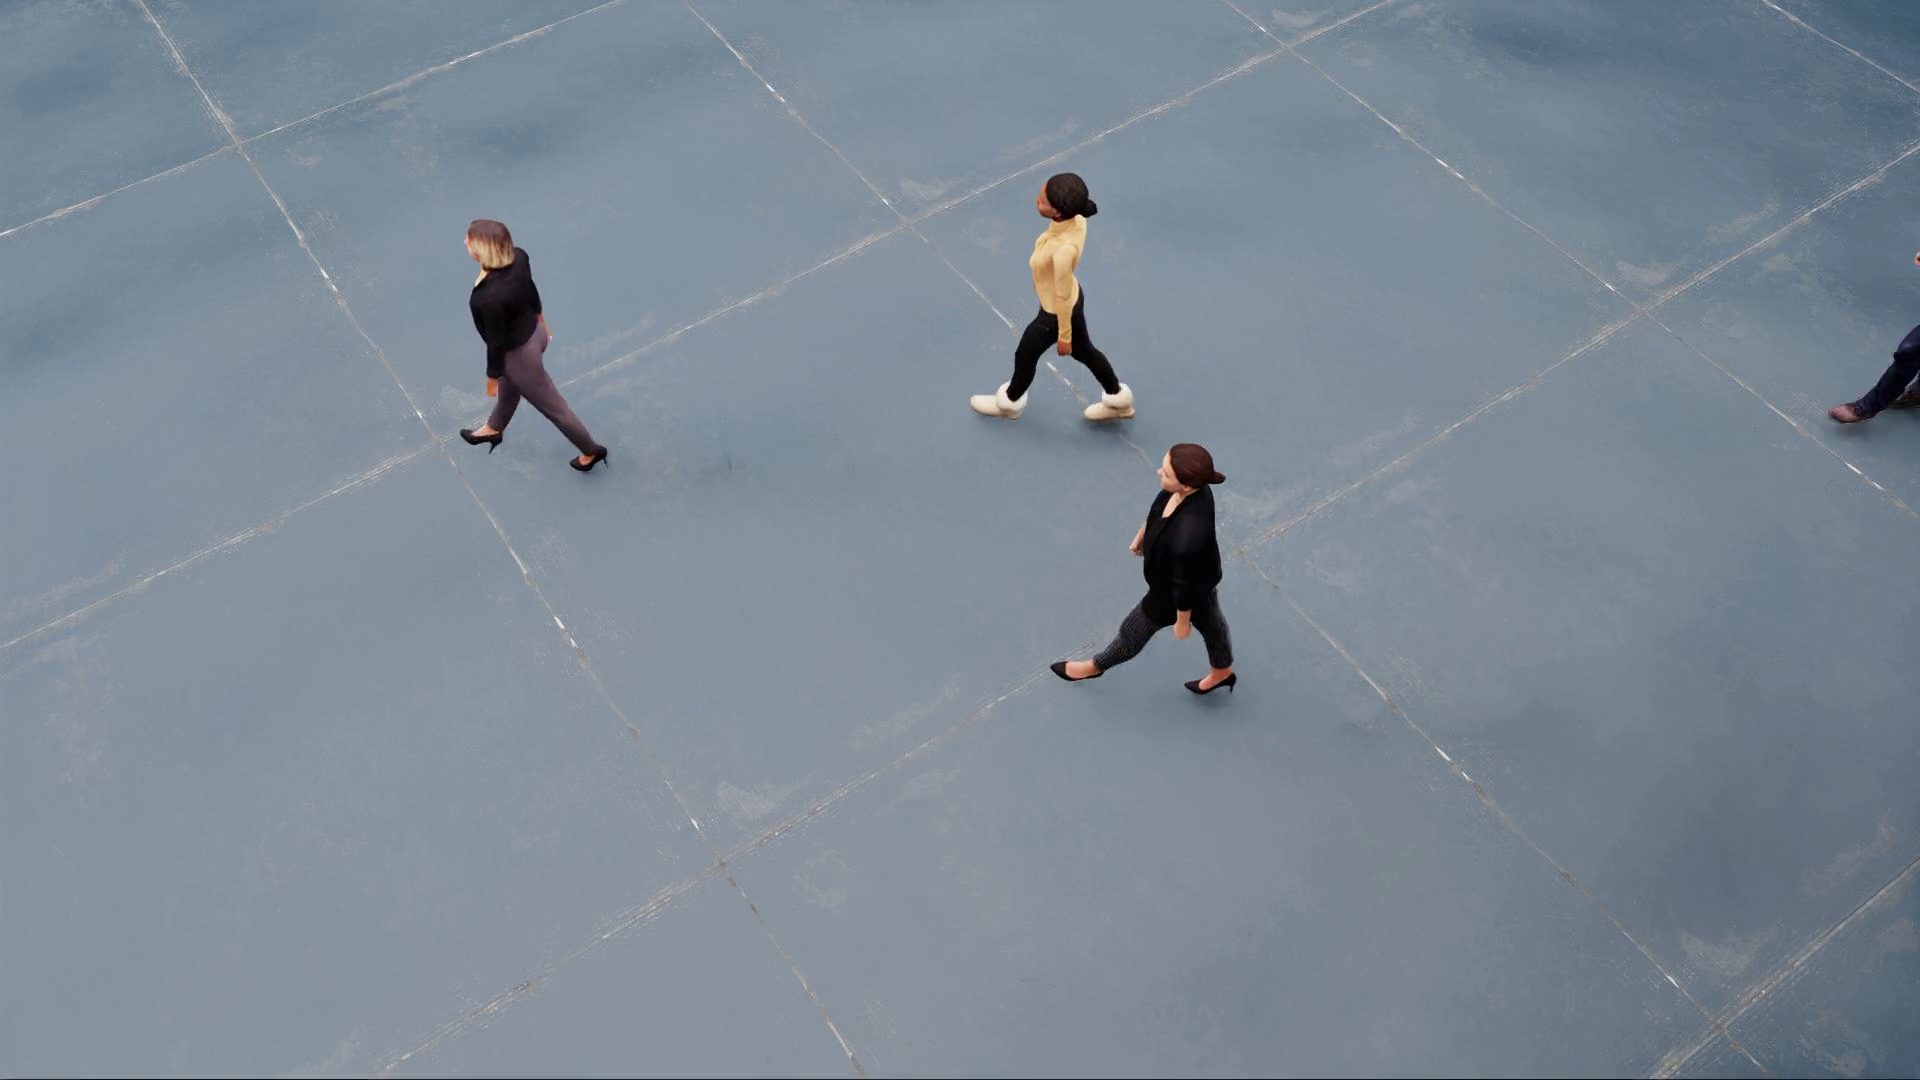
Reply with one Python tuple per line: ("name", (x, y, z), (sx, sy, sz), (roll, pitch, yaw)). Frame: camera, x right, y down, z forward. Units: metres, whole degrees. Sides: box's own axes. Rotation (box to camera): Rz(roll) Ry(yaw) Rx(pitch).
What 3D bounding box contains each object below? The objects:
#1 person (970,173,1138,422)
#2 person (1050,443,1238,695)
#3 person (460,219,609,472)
("person", (0.585, -1.136, 8.267), (1.170, 1.620, 1.071), (11, 53, 8))
("person", (1.037, 0.193, 7.206), (1.144, 1.670, 1.124), (4, 52, 3))
("person", (-2.020, -0.870, 8.051), (1.056, 1.636, 1.041), (3, 52, 2))
